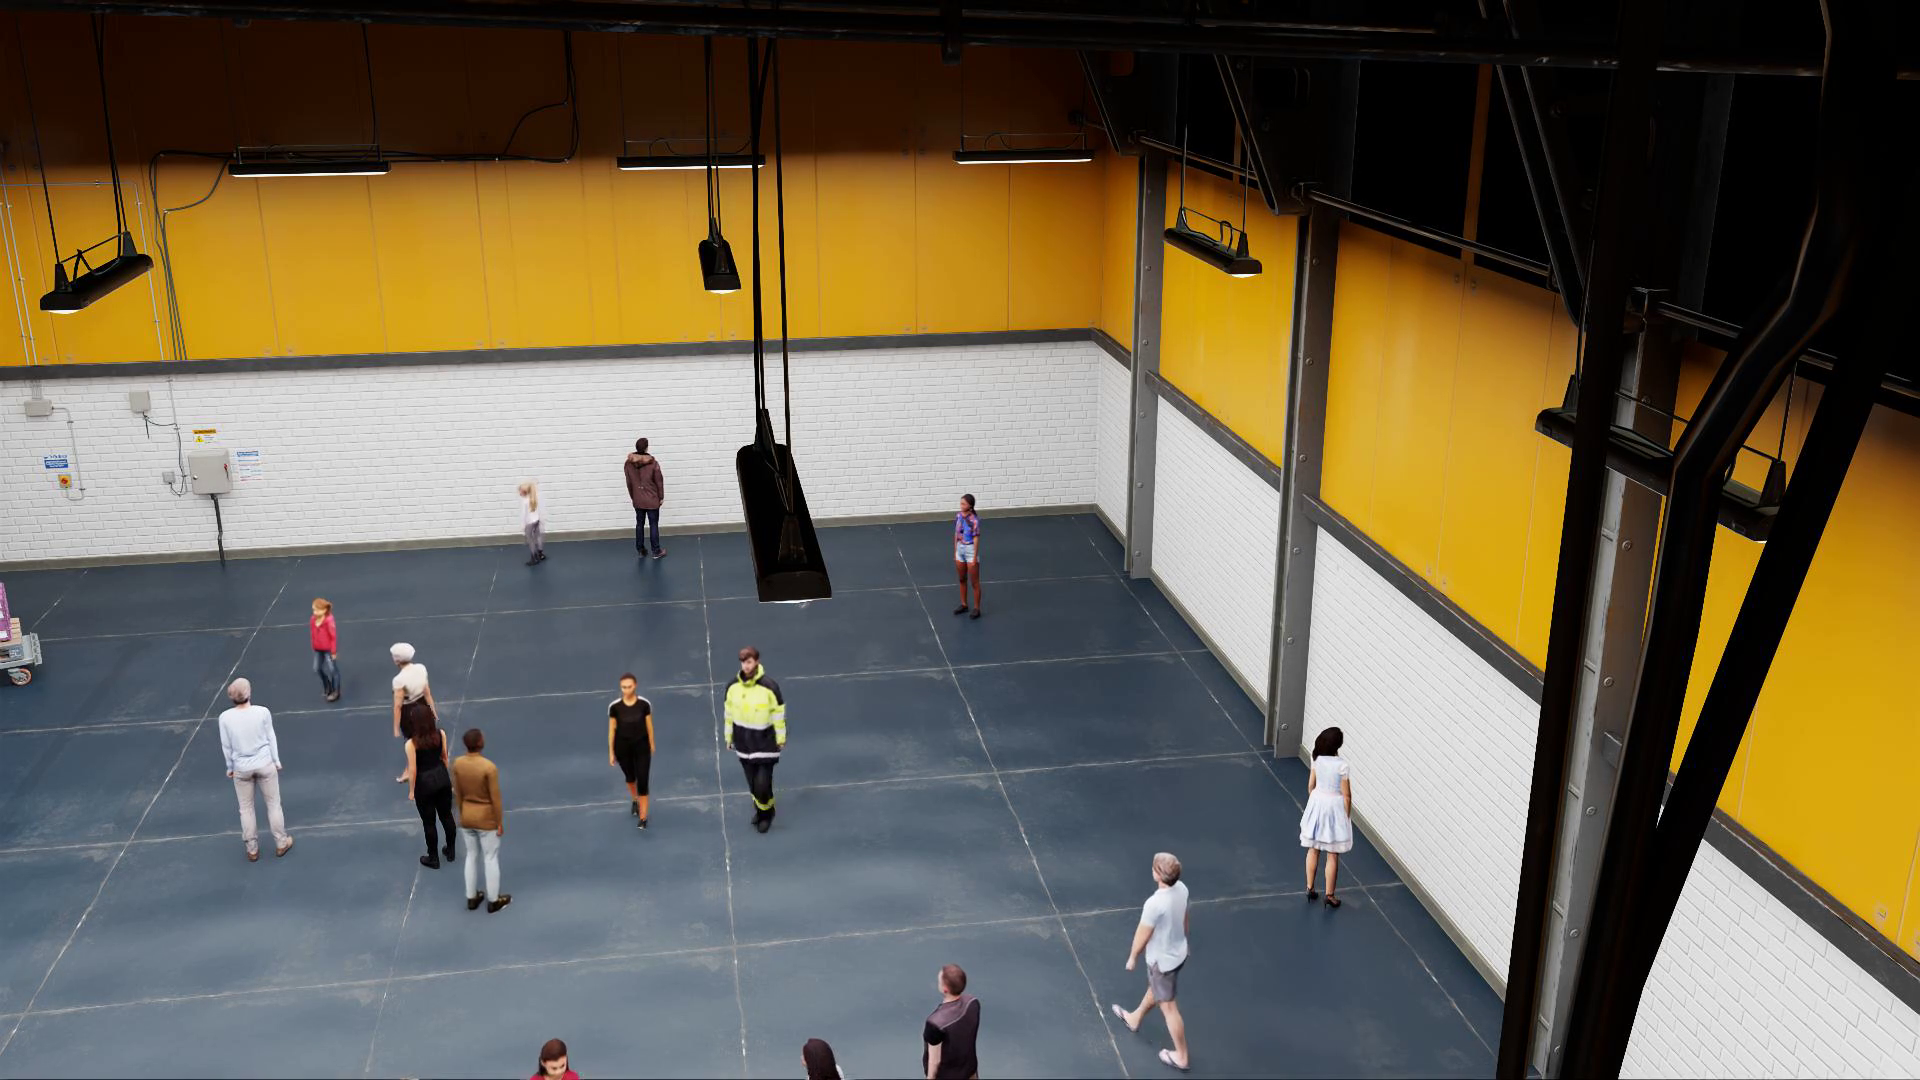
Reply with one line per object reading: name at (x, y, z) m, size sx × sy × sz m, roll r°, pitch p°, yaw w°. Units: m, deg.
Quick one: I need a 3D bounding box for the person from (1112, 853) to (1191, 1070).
person at (1.696, 3.354, 13.143) m, size 1.191 × 1.798 × 1.083 m, roll 16°, pitch 24°, yaw 39°

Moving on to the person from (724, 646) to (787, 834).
person at (-2.036, 1.971, 16.983) m, size 0.939 × 1.969 × 0.949 m, roll 7°, pitch 20°, yaw 19°

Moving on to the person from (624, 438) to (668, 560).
person at (-4.706, -0.635, 24.910) m, size 0.864 × 1.848 × 0.850 m, roll 5°, pitch 19°, yaw 14°

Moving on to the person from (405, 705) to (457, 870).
person at (-5.146, 2.387, 16.189) m, size 0.724 × 1.687 × 0.684 m, roll 17°, pitch 25°, yaw 41°

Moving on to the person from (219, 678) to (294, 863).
person at (-6.927, 2.235, 16.315) m, size 0.686 × 1.894 × 0.609 m, roll -6°, pitch 19°, yaw -16°

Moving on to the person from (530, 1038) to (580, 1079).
person at (-2.818, 4.057, 11.483) m, size 0.731 × 1.525 × 0.955 m, roll -9°, pitch 21°, yaw -26°

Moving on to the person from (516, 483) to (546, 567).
person at (-6.344, -0.268, 24.750) m, size 0.773 × 1.255 × 0.621 m, roll 12°, pitch 22°, yaw 32°

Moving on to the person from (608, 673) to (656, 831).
person at (-3.364, 2.113, 17.090) m, size 0.662 × 1.631 × 1.077 m, roll -2°, pitch 19°, yaw -5°

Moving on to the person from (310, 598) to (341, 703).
person at (-7.591, 1.297, 20.017) m, size 0.613 × 1.310 × 0.637 m, roll 6°, pitch 20°, yaw 18°

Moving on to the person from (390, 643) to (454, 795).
person at (-5.658, 1.941, 17.485) m, size 1.074 × 1.705 × 1.121 m, roll 8°, pitch 20°, yaw 22°

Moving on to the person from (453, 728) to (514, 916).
person at (-4.456, 2.587, 15.395) m, size 0.708 × 1.815 × 0.682 m, roll 5°, pitch 19°, yaw 14°

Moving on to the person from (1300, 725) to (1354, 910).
person at (3.416, 2.567, 15.452) m, size 0.843 × 1.817 × 0.911 m, roll 16°, pitch 24°, yaw 39°

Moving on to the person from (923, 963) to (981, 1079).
person at (-0.046, 3.793, 11.773) m, size 0.814 × 1.841 × 0.771 m, roll 15°, pitch 24°, yaw 37°

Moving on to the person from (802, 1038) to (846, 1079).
person at (-0.840, 4.107, 11.199) m, size 0.889 × 1.612 × 0.833 m, roll 10°, pitch 21°, yaw 28°

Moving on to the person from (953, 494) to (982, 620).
person at (0.110, 0.201, 22.595) m, size 0.649 × 1.741 × 0.728 m, roll 16°, pitch 24°, yaw 39°
